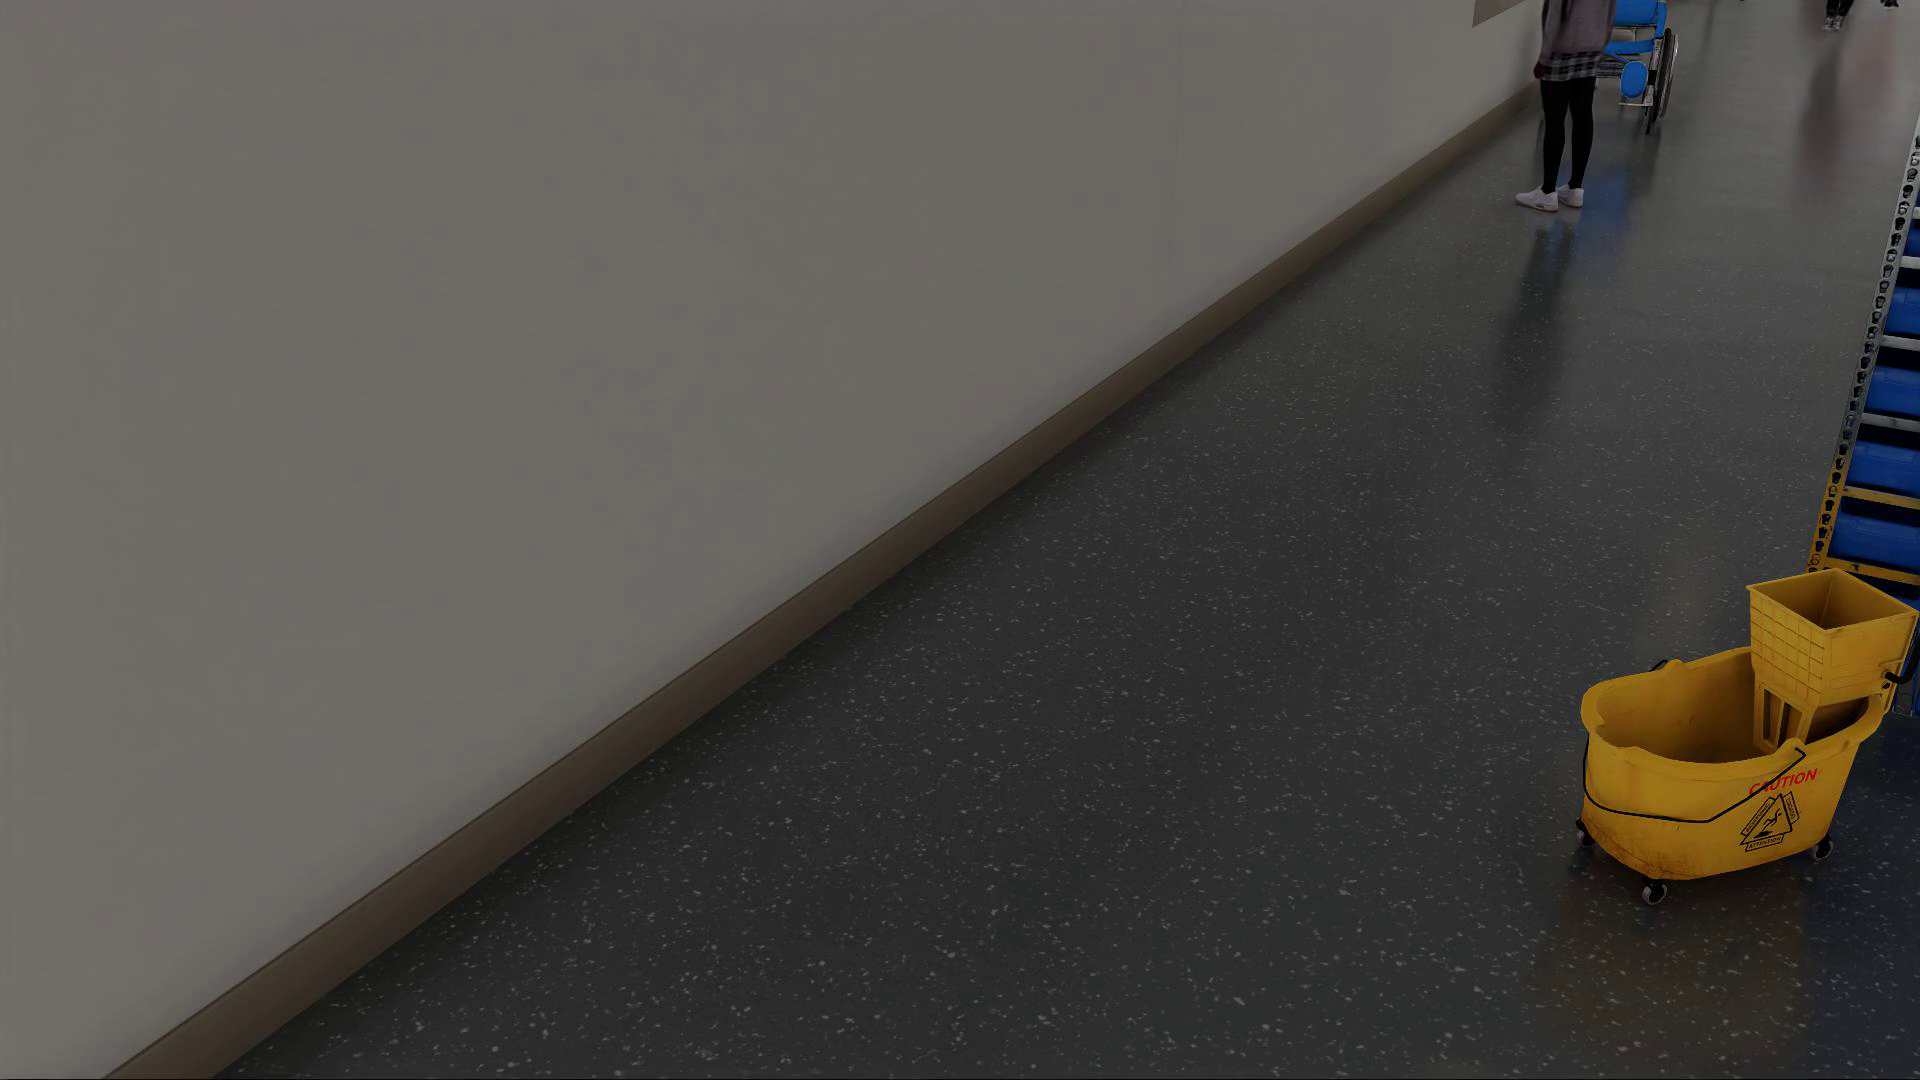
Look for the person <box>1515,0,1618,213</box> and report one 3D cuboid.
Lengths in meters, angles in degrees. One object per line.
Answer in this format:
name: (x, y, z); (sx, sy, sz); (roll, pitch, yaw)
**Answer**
person: (3.453, -2.752, 9.328); (0.697, 1.771, 0.718); (-11, 28, -22)
